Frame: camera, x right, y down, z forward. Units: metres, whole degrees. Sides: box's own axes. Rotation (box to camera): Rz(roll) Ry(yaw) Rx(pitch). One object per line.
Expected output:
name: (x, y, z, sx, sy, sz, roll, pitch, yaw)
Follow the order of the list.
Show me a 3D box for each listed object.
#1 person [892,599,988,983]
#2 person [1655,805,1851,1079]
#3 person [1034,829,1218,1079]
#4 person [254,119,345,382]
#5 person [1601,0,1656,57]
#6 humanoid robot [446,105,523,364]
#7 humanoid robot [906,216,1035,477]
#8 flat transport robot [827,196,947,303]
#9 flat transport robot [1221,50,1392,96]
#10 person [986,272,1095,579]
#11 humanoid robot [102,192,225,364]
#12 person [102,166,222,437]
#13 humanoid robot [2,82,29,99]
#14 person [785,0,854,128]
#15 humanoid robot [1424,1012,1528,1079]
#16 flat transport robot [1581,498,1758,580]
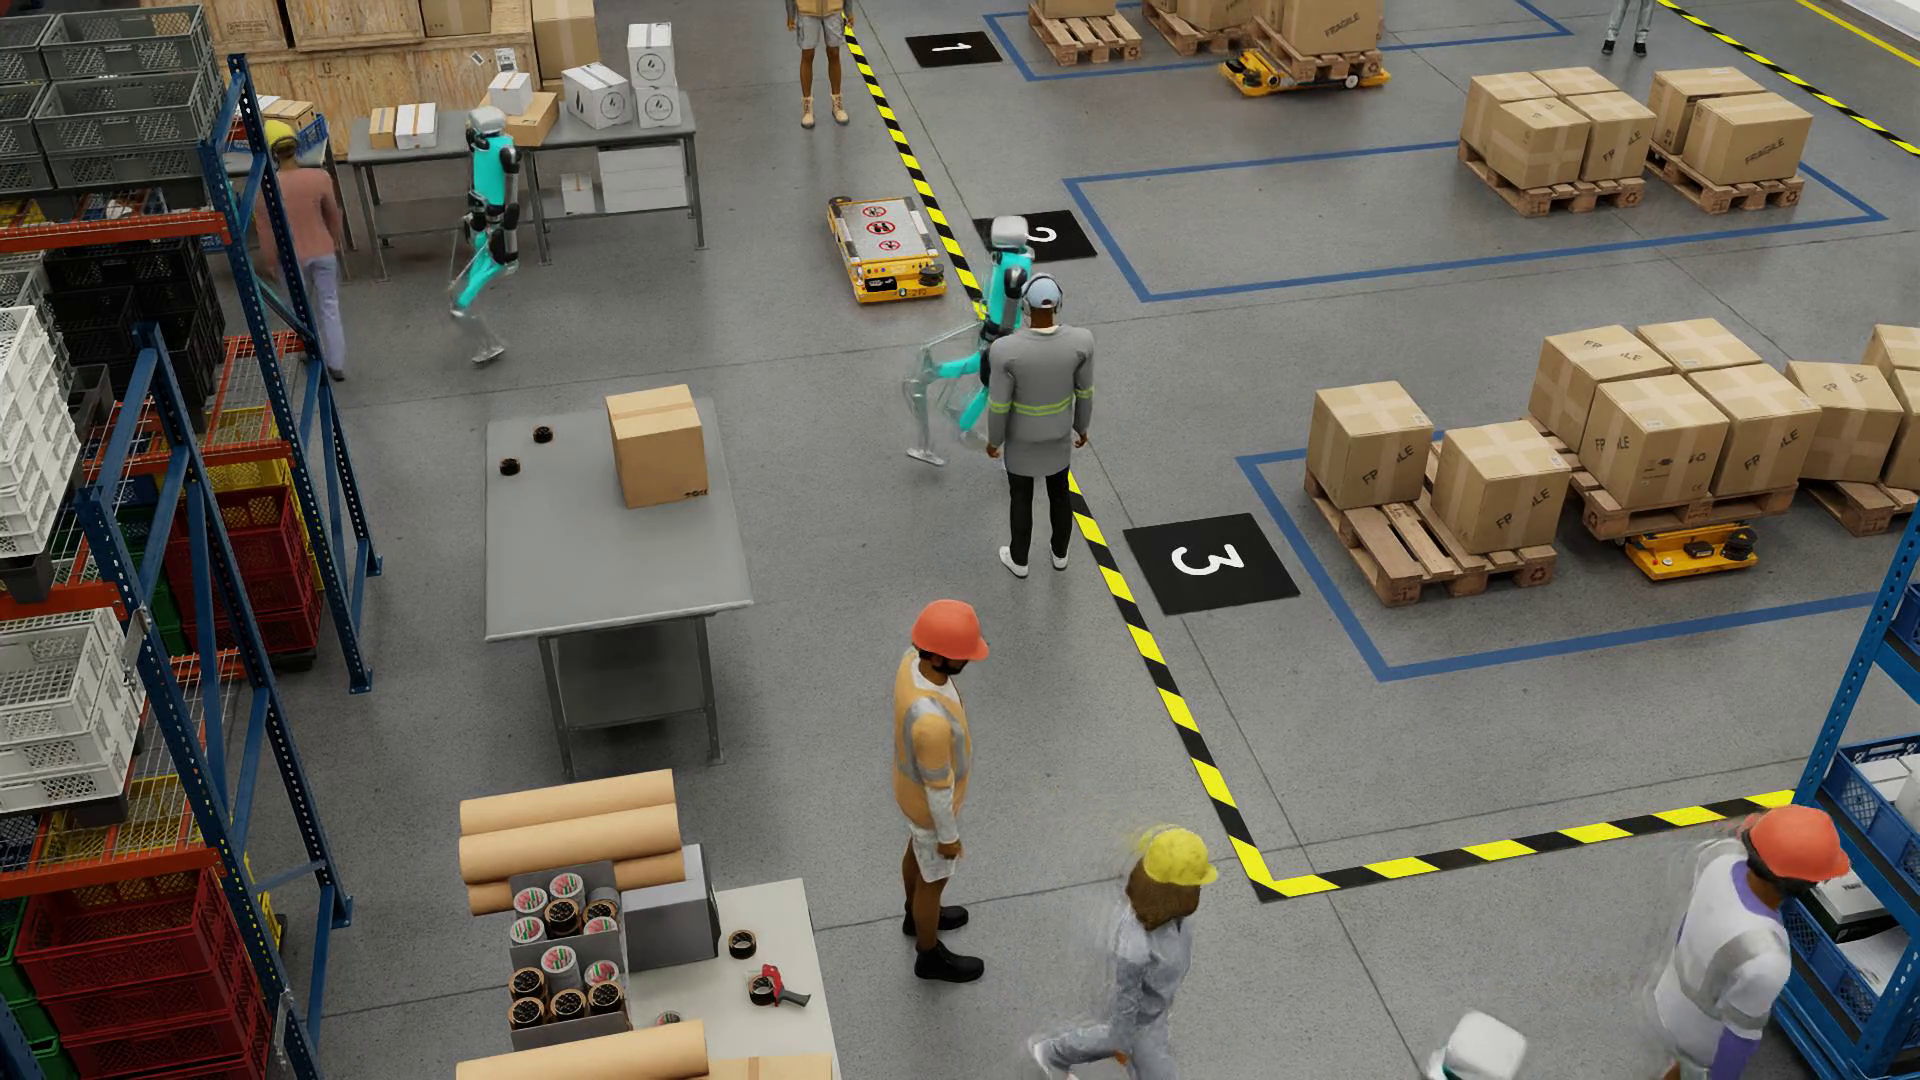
person: (-0.082, 1.022, 6.792, 0.378, 1.927, 0.542, -5, 37, -7)
person: (2.562, 1.670, 5.849, 0.692, 2.025, 0.608, 2, 37, 3)
person: (0.643, 1.666, 6.110, 0.799, 1.705, 0.485, 19, 41, 23)
person: (-4.284, -1.882, 10.853, 0.543, 1.719, 0.617, -21, 41, -25)
person: (6.453, -5.455, 15.574, 0.591, 1.832, 0.404, 9, 38, 12)
humanoid robot: (-3.192, -1.883, 10.892, 0.810, 1.799, 0.531, -30, 46, -34)
humanoid robot: (0.001, -1.070, 9.820, 1.039, 1.769, 0.533, -1, 37, -1)
flat transport robot: (-0.570, -2.220, 12.538, 0.659, 0.231, 1.431, -8, 37, -10)
flat transport robot: (3.217, -4.393, 15.434, 1.431, 0.197, 0.652, -8, 37, -10)
person: (0.421, -0.621, 9.062, 0.598, 1.850, 0.393, -9, 38, -12)
humanoid robot: (-5.329, -1.806, 10.824, 0.615, 1.637, 0.608, -25, 44, -30)
person: (-4.945, -1.479, 10.234, 0.506, 1.837, 0.333, 30, 46, 34)
humanoid robot: (-7.278, -3.495, 12.911, 0.735, 1.674, 0.533, -18, 40, -23)
person: (-1.191, -4.540, 14.168, 0.607, 2.048, 0.365, -8, 37, -11)
humanoid robot: (1.724, 2.248, 5.303, 0.719, 1.797, 0.548, 16, 40, 20)
flat transport robot: (4.062, -0.294, 9.926, 0.652, 0.197, 1.431, -8, 37, -10)
